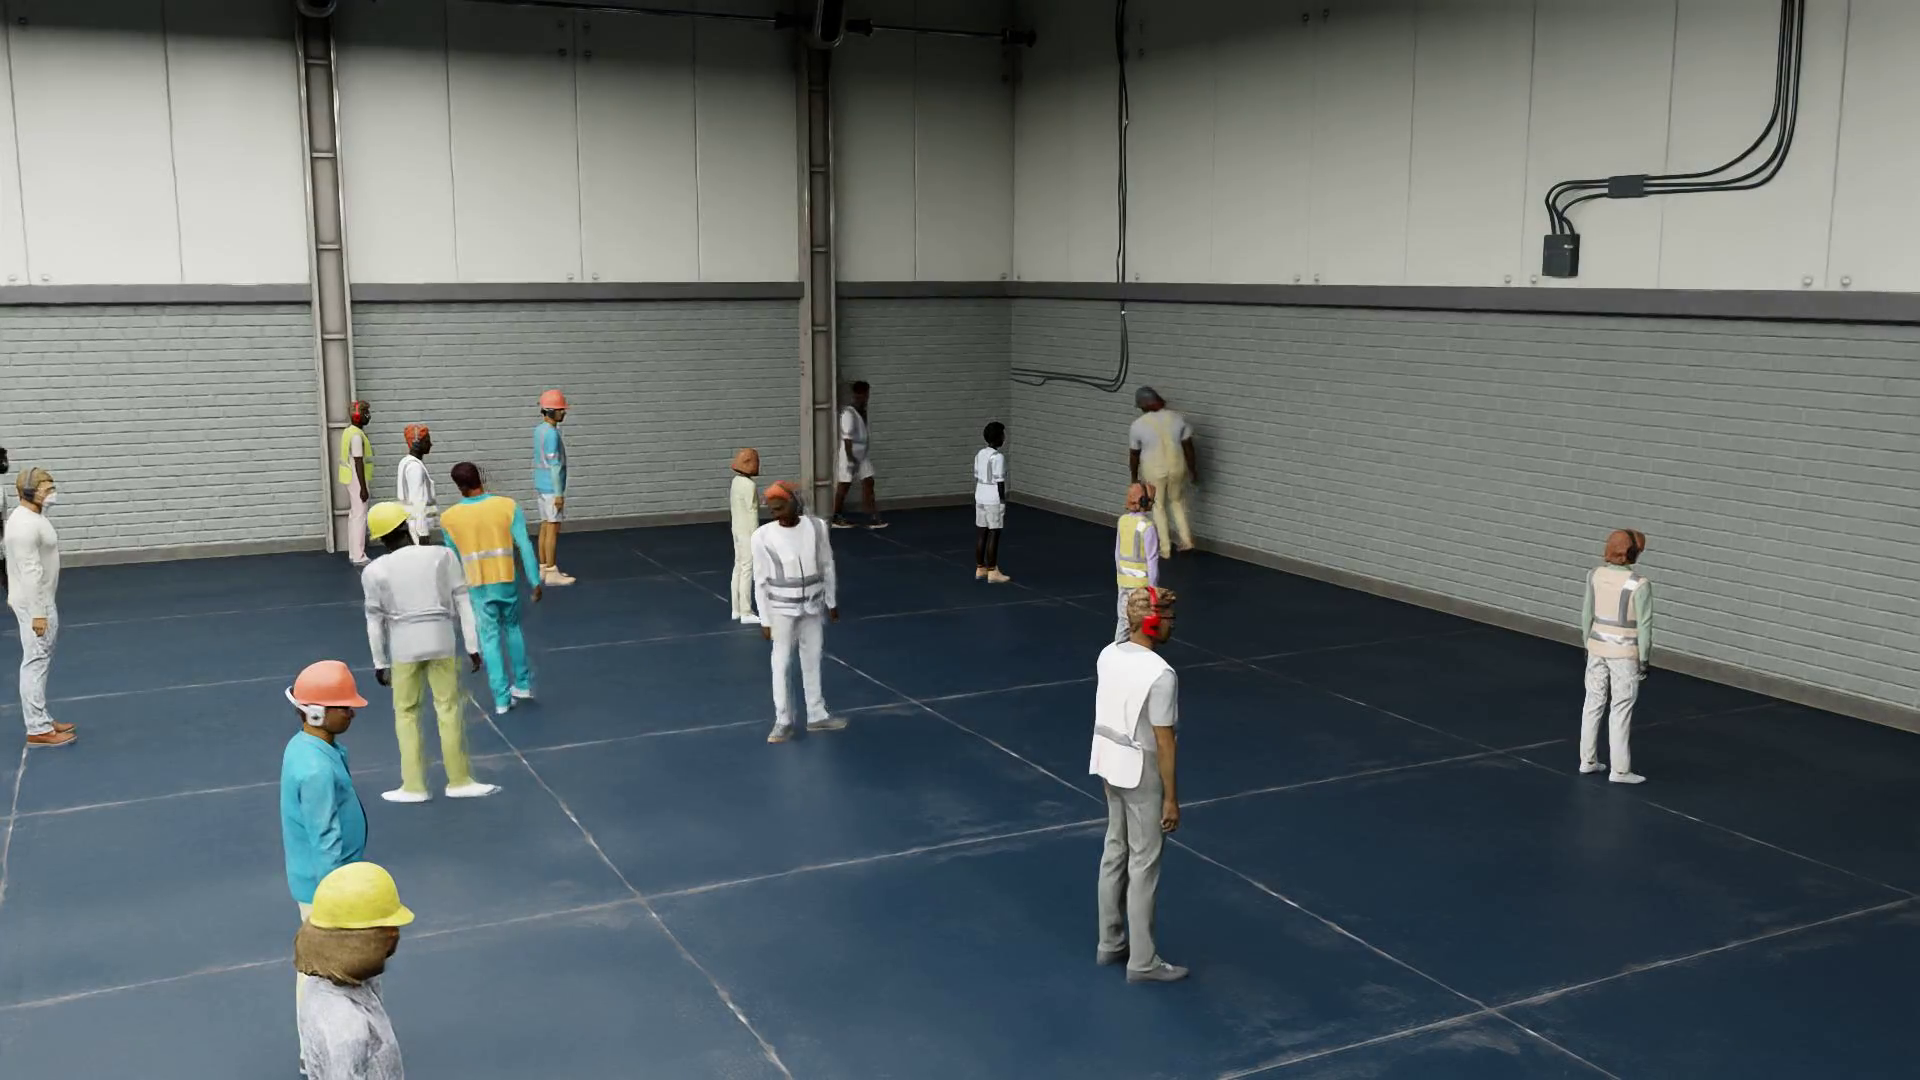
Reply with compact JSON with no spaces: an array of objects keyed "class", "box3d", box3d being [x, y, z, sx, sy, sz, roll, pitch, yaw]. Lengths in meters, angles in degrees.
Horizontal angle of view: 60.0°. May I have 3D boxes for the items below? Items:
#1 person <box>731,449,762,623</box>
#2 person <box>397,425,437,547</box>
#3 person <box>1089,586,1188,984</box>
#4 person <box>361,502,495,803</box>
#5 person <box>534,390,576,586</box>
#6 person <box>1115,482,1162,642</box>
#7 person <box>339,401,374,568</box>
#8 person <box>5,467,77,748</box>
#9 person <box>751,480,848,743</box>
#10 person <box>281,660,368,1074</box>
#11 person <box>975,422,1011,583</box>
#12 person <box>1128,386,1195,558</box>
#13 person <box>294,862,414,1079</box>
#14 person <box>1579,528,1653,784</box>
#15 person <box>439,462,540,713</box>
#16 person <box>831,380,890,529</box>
[{"class":"person","box3d":[-1.989,-0.042,15.538,0.269,1.632,0.505,-5,10,-26]},{"class":"person","box3d":[-4.960,-0.115,15.218,0.338,1.882,0.582,-5,10,-26]},{"class":"person","box3d":[0.811,1.125,7.707,0.374,1.840,0.568,-5,10,-26]},{"class":"person","box3d":[-3.282,0.691,10.300,0.739,1.879,0.385,-4,10,-21]},{"class":"person","box3d":[-4.237,-0.545,17.380,0.393,2.041,0.613,-5,10,-26]},{"class":"person","box3d":[1.390,0.364,13.021,0.311,1.639,0.521,-5,10,-26]},{"class":"person","box3d":[-6.674,-0.615,18.416,0.374,1.843,0.568,-5,10,-26]},{"class":"person","box3d":[-6.385,0.460,11.514,0.353,1.936,0.633,-5,10,-26]},{"class":"person","box3d":[-1.091,0.489,11.619,0.745,1.863,0.357,-5,10,-28]},{"class":"person","box3d":[-2.517,1.339,6.664,0.341,1.747,0.570,-5,10,-26]},{"class":"person","box3d":[0.339,-0.403,17.560,0.318,1.698,0.539,-5,10,-26]},{"class":"person","box3d":[2.275,-0.817,19.065,0.773,2.000,0.542,-2,10,-14]},{"class":"person","box3d":[-1.598,1.703,4.453,0.323,1.741,0.491,-5,10,-26]},{"class":"person","box3d":[4.214,0.742,10.689,0.311,1.639,0.521,-5,10,-26]},{"class":"person","box3d":[-3.521,0.342,12.479,0.696,1.863,0.634,-3,10,-18]},{"class":"person","box3d":[-1.276,-1.061,20.979,0.935,1.901,0.608,5,11,30]}]
